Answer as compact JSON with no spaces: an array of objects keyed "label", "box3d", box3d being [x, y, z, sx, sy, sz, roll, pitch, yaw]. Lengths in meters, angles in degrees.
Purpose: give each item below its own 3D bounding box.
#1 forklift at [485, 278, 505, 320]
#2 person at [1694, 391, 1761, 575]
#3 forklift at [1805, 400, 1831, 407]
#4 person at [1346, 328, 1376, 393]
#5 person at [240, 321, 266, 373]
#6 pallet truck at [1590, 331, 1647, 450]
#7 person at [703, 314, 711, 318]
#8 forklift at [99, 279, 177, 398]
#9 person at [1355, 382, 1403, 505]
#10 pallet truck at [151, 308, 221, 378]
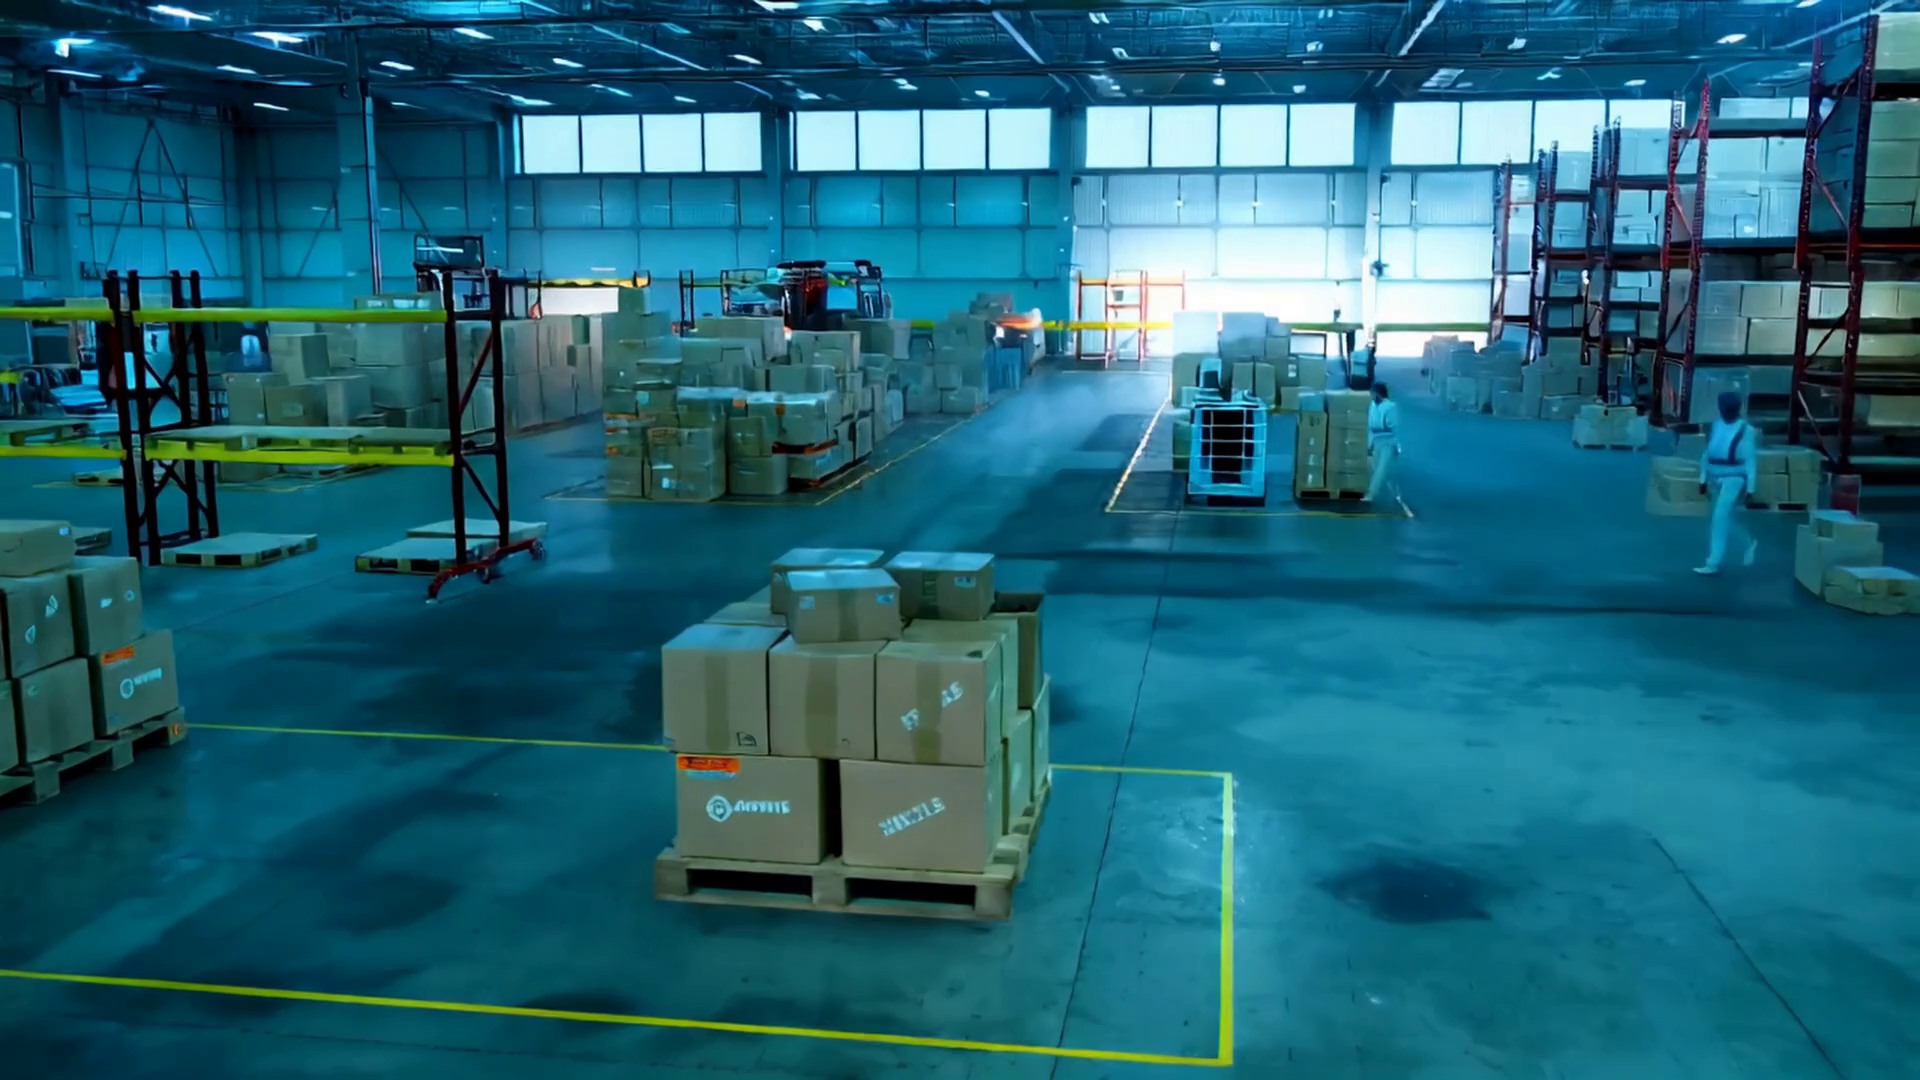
[{"label":"forklift","box3d":[-12.445,-5.648,44.746,1.873,2.768,1.129,-3,10,-19]},{"label":"person","box3d":[7.769,-0.580,16.663,0.852,1.857,0.574,-3,10,-17]},{"label":"forklift","box3d":[19.446,-4.290,36.370,1.873,2.768,1.129,6,11,34]},{"label":"person","box3d":[7.849,-3.183,32.539,0.592,1.911,0.385,9,13,43]},{"label":"person","box3d":[-15.996,-3.977,37.455,0.543,1.906,0.891,6,11,34]},{"label":"pallet truck","box3d":[11.253,-2.573,28.499,0.823,1.965,1.885,5,10,27]},{"label":"person","box3d":[-6.603,-5.128,44.606,0.991,1.889,0.697,3,10,18]},{"label":"forklift","box3d":[-19.606,-4.720,39.027,1.873,2.768,1.129,1,9,9]},{"label":"person","box3d":[5.495,-1.246,21.550,0.780,1.602,0.549,-3,10,-18]},{"label":"pallet truck","box3d":[-21.869,-5.598,47.154,0.823,1.965,1.885,4,10,26]}]
